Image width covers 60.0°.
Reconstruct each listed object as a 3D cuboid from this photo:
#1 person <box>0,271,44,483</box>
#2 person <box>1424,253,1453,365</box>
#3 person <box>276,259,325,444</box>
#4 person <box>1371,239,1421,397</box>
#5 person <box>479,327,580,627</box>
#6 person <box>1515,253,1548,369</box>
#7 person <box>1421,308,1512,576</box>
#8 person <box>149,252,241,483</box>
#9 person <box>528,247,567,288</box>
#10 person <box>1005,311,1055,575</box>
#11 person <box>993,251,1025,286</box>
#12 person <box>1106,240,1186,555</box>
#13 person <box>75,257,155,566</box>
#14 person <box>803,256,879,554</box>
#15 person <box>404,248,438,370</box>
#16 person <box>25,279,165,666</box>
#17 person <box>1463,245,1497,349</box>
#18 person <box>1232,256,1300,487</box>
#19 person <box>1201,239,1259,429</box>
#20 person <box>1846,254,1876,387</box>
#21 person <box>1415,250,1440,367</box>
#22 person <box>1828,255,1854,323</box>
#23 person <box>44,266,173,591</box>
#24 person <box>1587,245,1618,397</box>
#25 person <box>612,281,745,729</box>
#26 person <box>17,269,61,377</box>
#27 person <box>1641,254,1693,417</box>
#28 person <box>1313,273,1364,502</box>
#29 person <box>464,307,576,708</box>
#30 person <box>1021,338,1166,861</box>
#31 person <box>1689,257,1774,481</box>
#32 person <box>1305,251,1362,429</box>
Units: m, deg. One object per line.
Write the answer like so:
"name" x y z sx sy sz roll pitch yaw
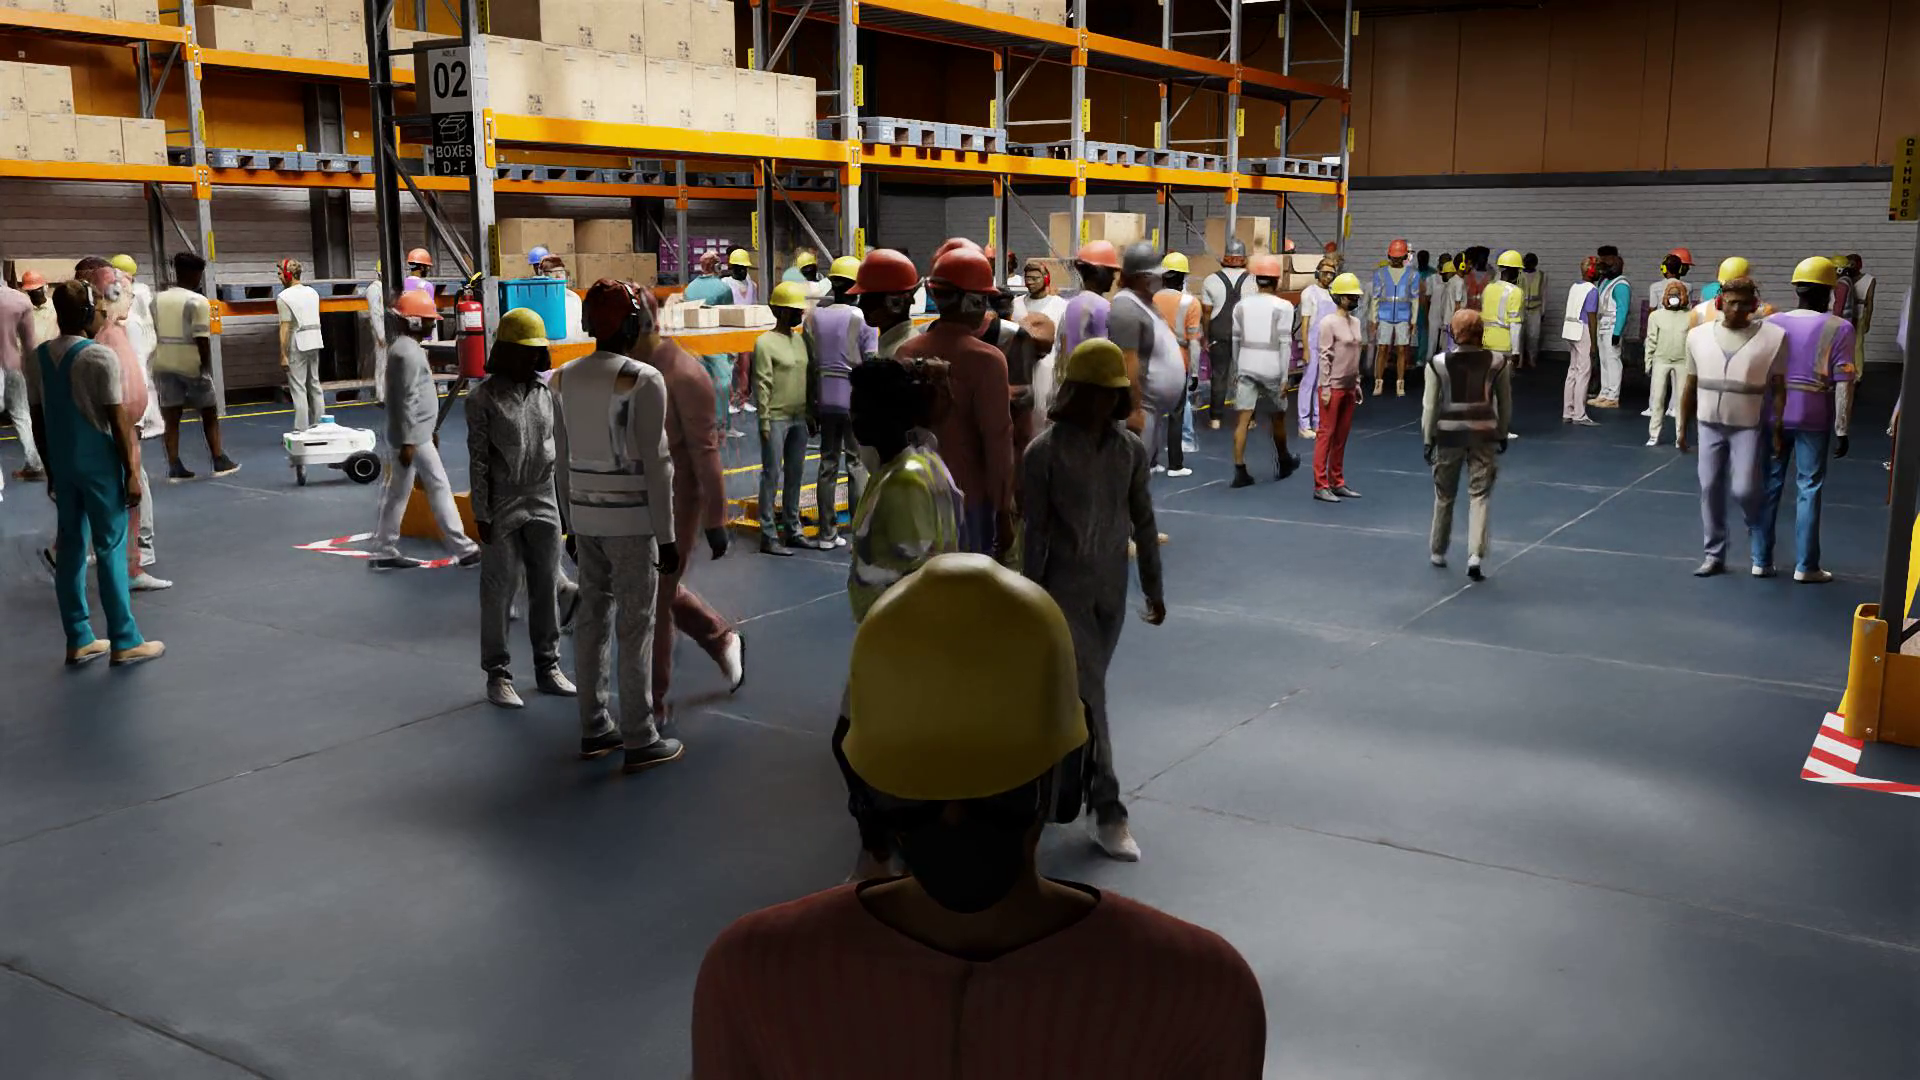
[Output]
"person" -7.910 -1.380 13.608 0.641 1.926 0.482 -9 14 -42
"person" 6.816 -3.128 23.520 0.501 1.841 0.349 2 10 12
"person" -6.550 -1.865 16.540 0.394 1.836 0.560 3 11 15
"person" 5.621 -2.862 21.511 0.605 2.034 0.387 3 11 15
"person" -2.265 -0.340 8.720 0.730 1.610 0.535 7 12 35
"person" 8.872 -3.576 26.064 0.634 1.825 0.494 2 10 11
"person" 3.065 -0.592 10.083 0.524 1.616 0.646 3 11 16
"person" -6.499 -1.464 14.085 0.616 1.907 0.892 2 10 13
"person" -4.509 -2.212 18.160 0.402 1.942 0.604 3 11 17
"person" 0.366 -0.509 9.646 0.348 1.617 0.594 9 13 40
"person" 0.591 -2.615 20.560 0.582 1.882 0.351 0 10 1
"person" 1.196 -0.935 10.811 0.535 2.000 0.694 3 11 15
"person" -5.242 -0.778 10.279 0.589 1.920 0.392 5 11 26
"person" -0.739 -0.867 10.773 0.585 1.918 0.377 6 12 30
"person" -6.116 -2.326 18.847 0.549 1.927 0.393 6 12 28
"person" -4.143 -0.311 7.917 0.506 1.839 0.346 3 11 14
"person" 7.781 -3.443 24.983 0.606 1.945 0.805 5 11 25
"person" 2.534 -1.404 13.851 0.563 1.877 1.019 6 12 31
"person" 2.933 -2.215 17.904 0.678 2.000 0.537 2 10 9
"person" 12.374 -3.042 23.081 0.411 1.831 0.570 -6 12 -32
"person" 7.537 -3.761 26.944 0.631 1.880 0.855 7 12 33
"person" 11.965 -2.974 22.715 0.403 1.824 0.593 6 12 29
"person" -4.899 -0.616 9.499 0.528 1.877 0.683 -3 11 -15
"person" 8.333 -2.822 21.478 0.371 1.966 0.618 0 10 2
"person" -1.214 -0.155 6.999 0.690 1.868 0.832 9 14 42
"person" -9.067 -1.801 16.460 0.569 1.737 0.352 -3 11 -18
"person" 8.102 -2.332 19.060 0.510 1.862 0.328 0 10 0
"person" 2.967 -1.183 12.952 0.312 1.768 0.522 10 14 43
"person" -1.894 -0.138 7.251 0.483 1.737 0.321 -10 14 -44
"person" 0.454 0.165 5.713 0.500 1.712 0.837 -6 12 -31
"person" 5.815 -1.183 12.573 0.630 1.896 0.557 6 12 31
"person" 4.047 -2.180 18.085 0.640 1.912 0.855 4 11 20
